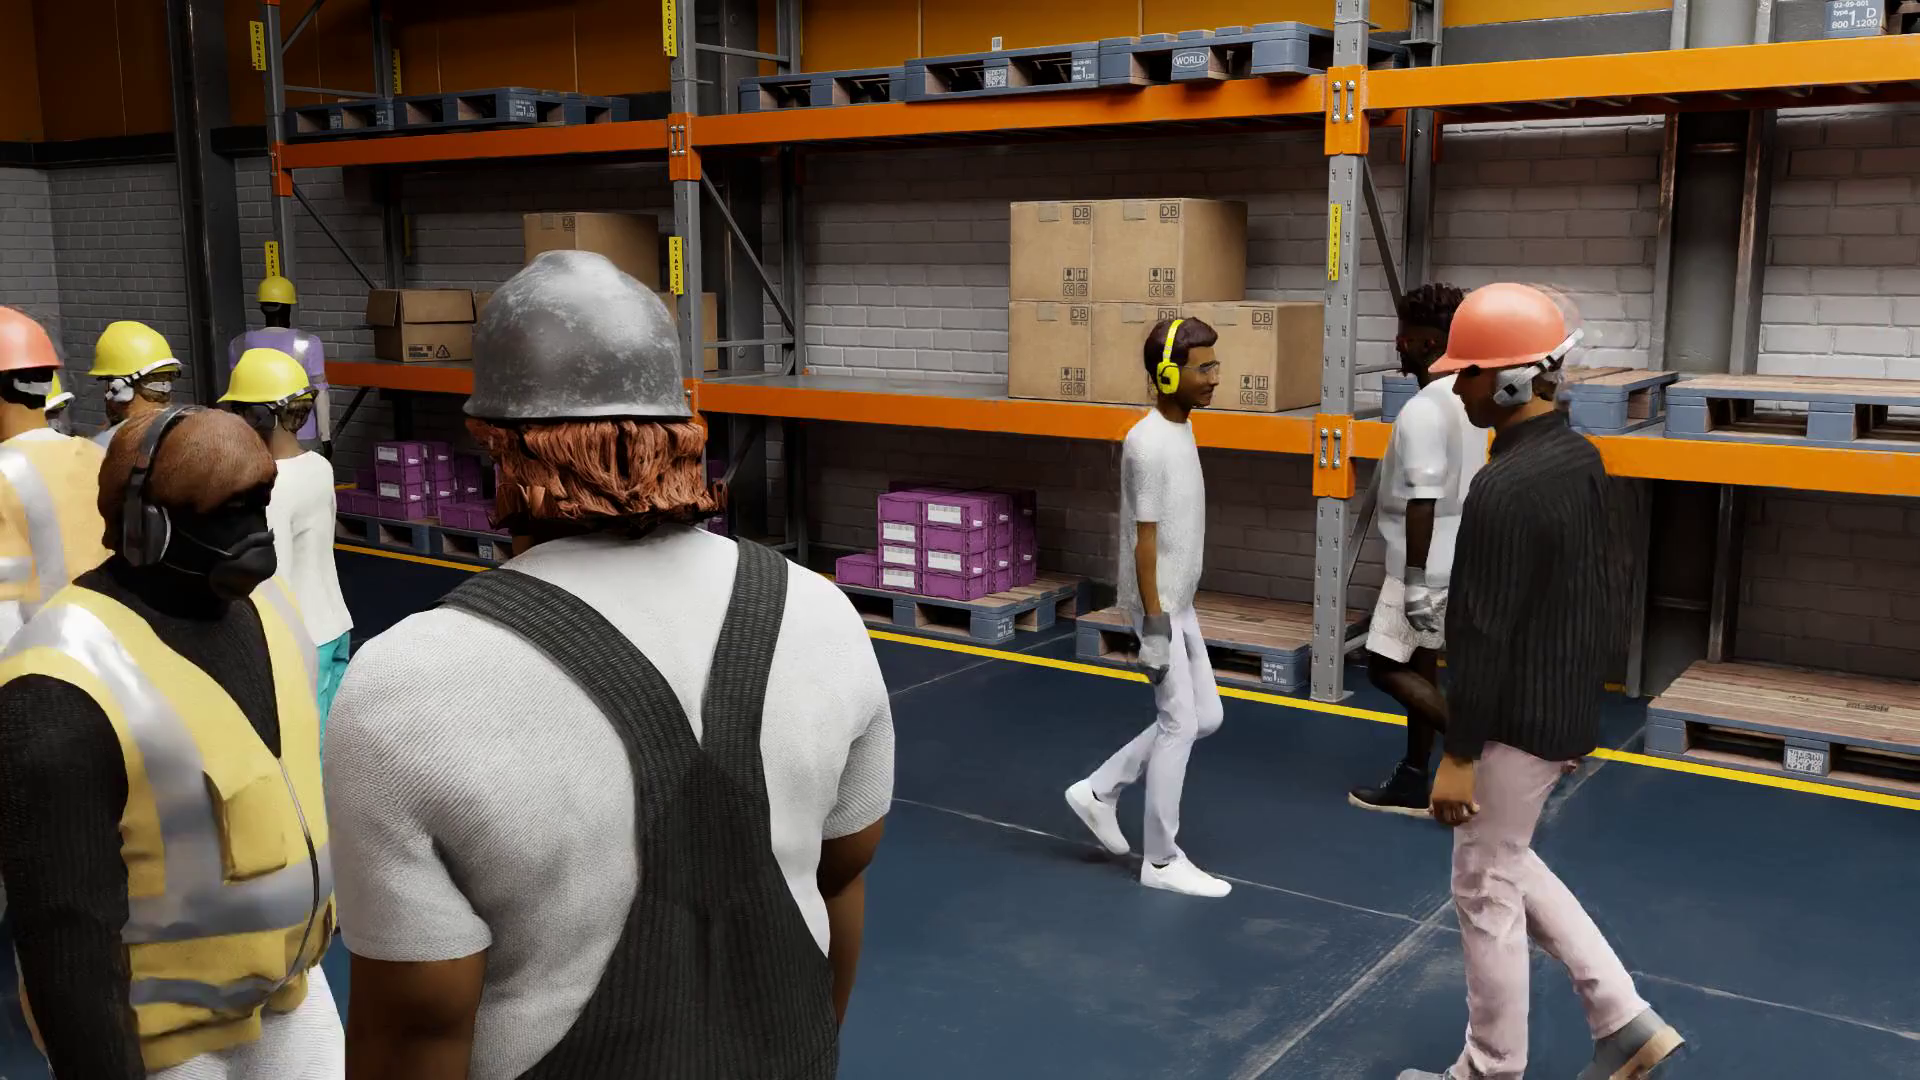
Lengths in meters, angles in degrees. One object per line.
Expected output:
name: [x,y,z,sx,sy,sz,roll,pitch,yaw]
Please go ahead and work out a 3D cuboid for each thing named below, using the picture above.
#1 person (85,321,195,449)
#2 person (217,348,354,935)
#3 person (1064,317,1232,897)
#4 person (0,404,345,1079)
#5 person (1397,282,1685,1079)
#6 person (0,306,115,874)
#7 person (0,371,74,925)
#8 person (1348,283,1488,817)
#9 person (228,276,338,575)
person: [-2.630,0.203,5.454,0.404,1.827,0.602,2,10,13]
person: [-2.005,0.314,4.987,0.325,1.769,0.524,0,10,-2]
person: [0.630,0.217,5.312,0.480,1.852,0.539,3,10,18]
person: [-1.169,0.700,2.539,0.445,1.820,0.690,1,10,8]
person: [1.302,0.411,3.788,0.544,1.971,0.632,7,12,35]
person: [-2.284,0.378,4.174,0.500,1.912,0.609,1,10,5]
person: [-2.567,0.350,4.738,0.922,1.787,0.597,0,10,1]
person: [1.709,0.075,5.883,0.577,1.943,0.613,7,12,37]
person: [-4.232,-0.679,10.418,0.585,1.929,0.375,-1,10,-5]
